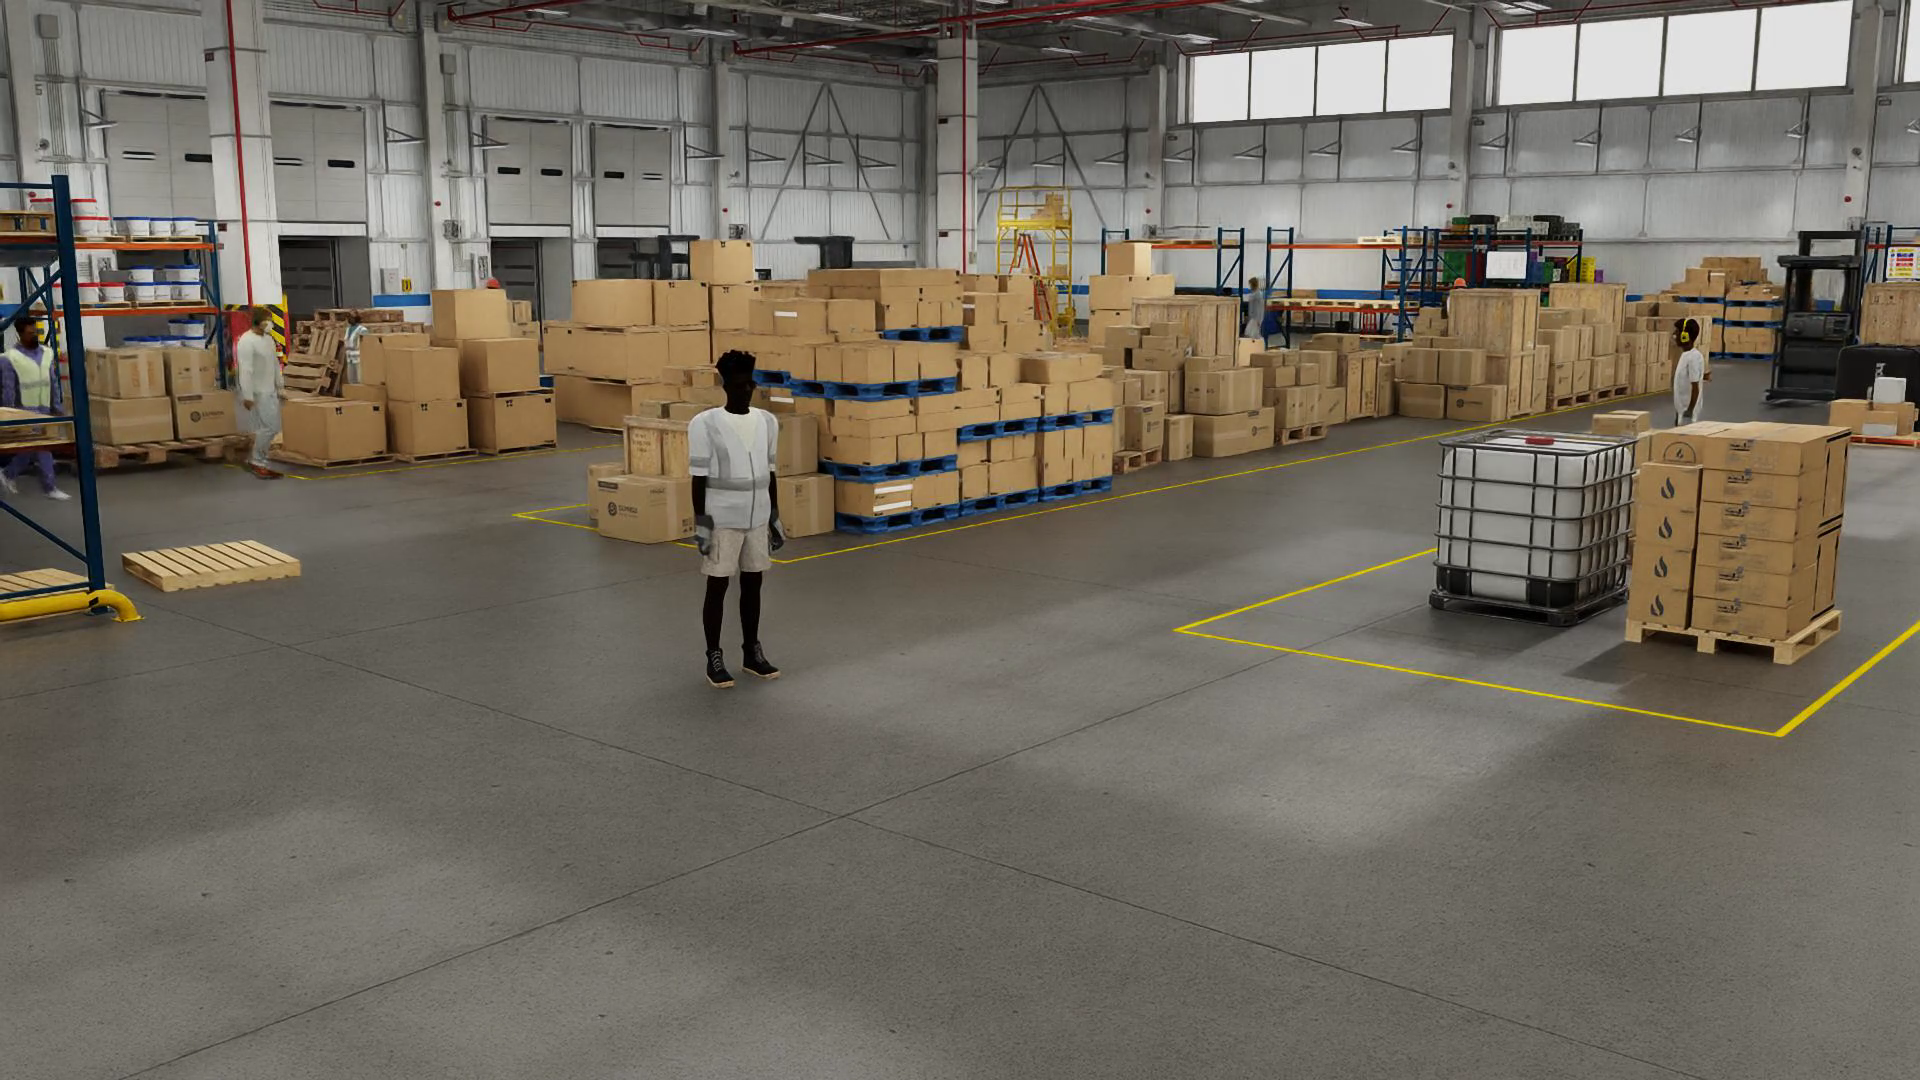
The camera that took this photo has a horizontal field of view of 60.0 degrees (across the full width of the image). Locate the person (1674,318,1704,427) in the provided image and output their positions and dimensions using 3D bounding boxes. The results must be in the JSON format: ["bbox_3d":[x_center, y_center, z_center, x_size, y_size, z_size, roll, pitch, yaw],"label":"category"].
[{"bbox_3d":[7.100,-1.233,16.315,0.335,1.864,0.521,3,10,17],"label":"person"}]

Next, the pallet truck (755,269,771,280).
[{"bbox_3d":[-4.996,-6.432,45.525,1.885,1.965,0.823,-6,12,-32],"label":"pallet truck"}]

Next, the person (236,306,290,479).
[{"bbox_3d":[-7.654,-1.605,18.298,0.440,1.914,0.625,0,10,0],"label":"person"}]

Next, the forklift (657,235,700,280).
[{"bbox_3d":[-6.116,-5.275,36.425,1.873,2.768,1.129,8,13,40],"label":"forklift"}]

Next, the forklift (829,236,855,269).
[{"bbox_3d":[-2.792,-5.840,39.643,1.873,2.768,1.129,2,10,14],"label":"forklift"}]

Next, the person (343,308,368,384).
[{"bbox_3d":[-9.172,-2.692,25.295,0.520,1.655,0.316,7,12,33],"label":"person"}]

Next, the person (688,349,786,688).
[{"bbox_3d":[-1.298,-0.131,9.735,0.602,1.967,0.366,-8,13,-39],"label":"person"}]

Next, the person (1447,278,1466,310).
[{"bbox_3d":[10.216,-4.399,34.124,0.545,1.938,0.359,-2,10,-11],"label":"person"}]

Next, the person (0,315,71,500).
[{"bbox_3d":[-9.474,-1.345,16.883,0.871,1.879,0.584,2,10,12],"label":"person"}]

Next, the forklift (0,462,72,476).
[{"bbox_3d":[-10.962,-2.041,18.009,1.129,2.768,1.873,8,13,40],"label":"forklift"}]

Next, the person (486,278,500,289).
[{"bbox_3d":[-9.498,-4.353,33.864,0.375,1.935,0.553,3,11,19],"label":"person"}]

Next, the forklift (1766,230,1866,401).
[{"bbox_3d":[14.133,-3.650,27.174,1.129,2.768,1.873,8,13,39],"label":"forklift"}]

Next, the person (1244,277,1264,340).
[{"bbox_3d":[6.281,-4.745,36.153,0.791,1.912,0.666,0,10,2],"label":"person"}]
